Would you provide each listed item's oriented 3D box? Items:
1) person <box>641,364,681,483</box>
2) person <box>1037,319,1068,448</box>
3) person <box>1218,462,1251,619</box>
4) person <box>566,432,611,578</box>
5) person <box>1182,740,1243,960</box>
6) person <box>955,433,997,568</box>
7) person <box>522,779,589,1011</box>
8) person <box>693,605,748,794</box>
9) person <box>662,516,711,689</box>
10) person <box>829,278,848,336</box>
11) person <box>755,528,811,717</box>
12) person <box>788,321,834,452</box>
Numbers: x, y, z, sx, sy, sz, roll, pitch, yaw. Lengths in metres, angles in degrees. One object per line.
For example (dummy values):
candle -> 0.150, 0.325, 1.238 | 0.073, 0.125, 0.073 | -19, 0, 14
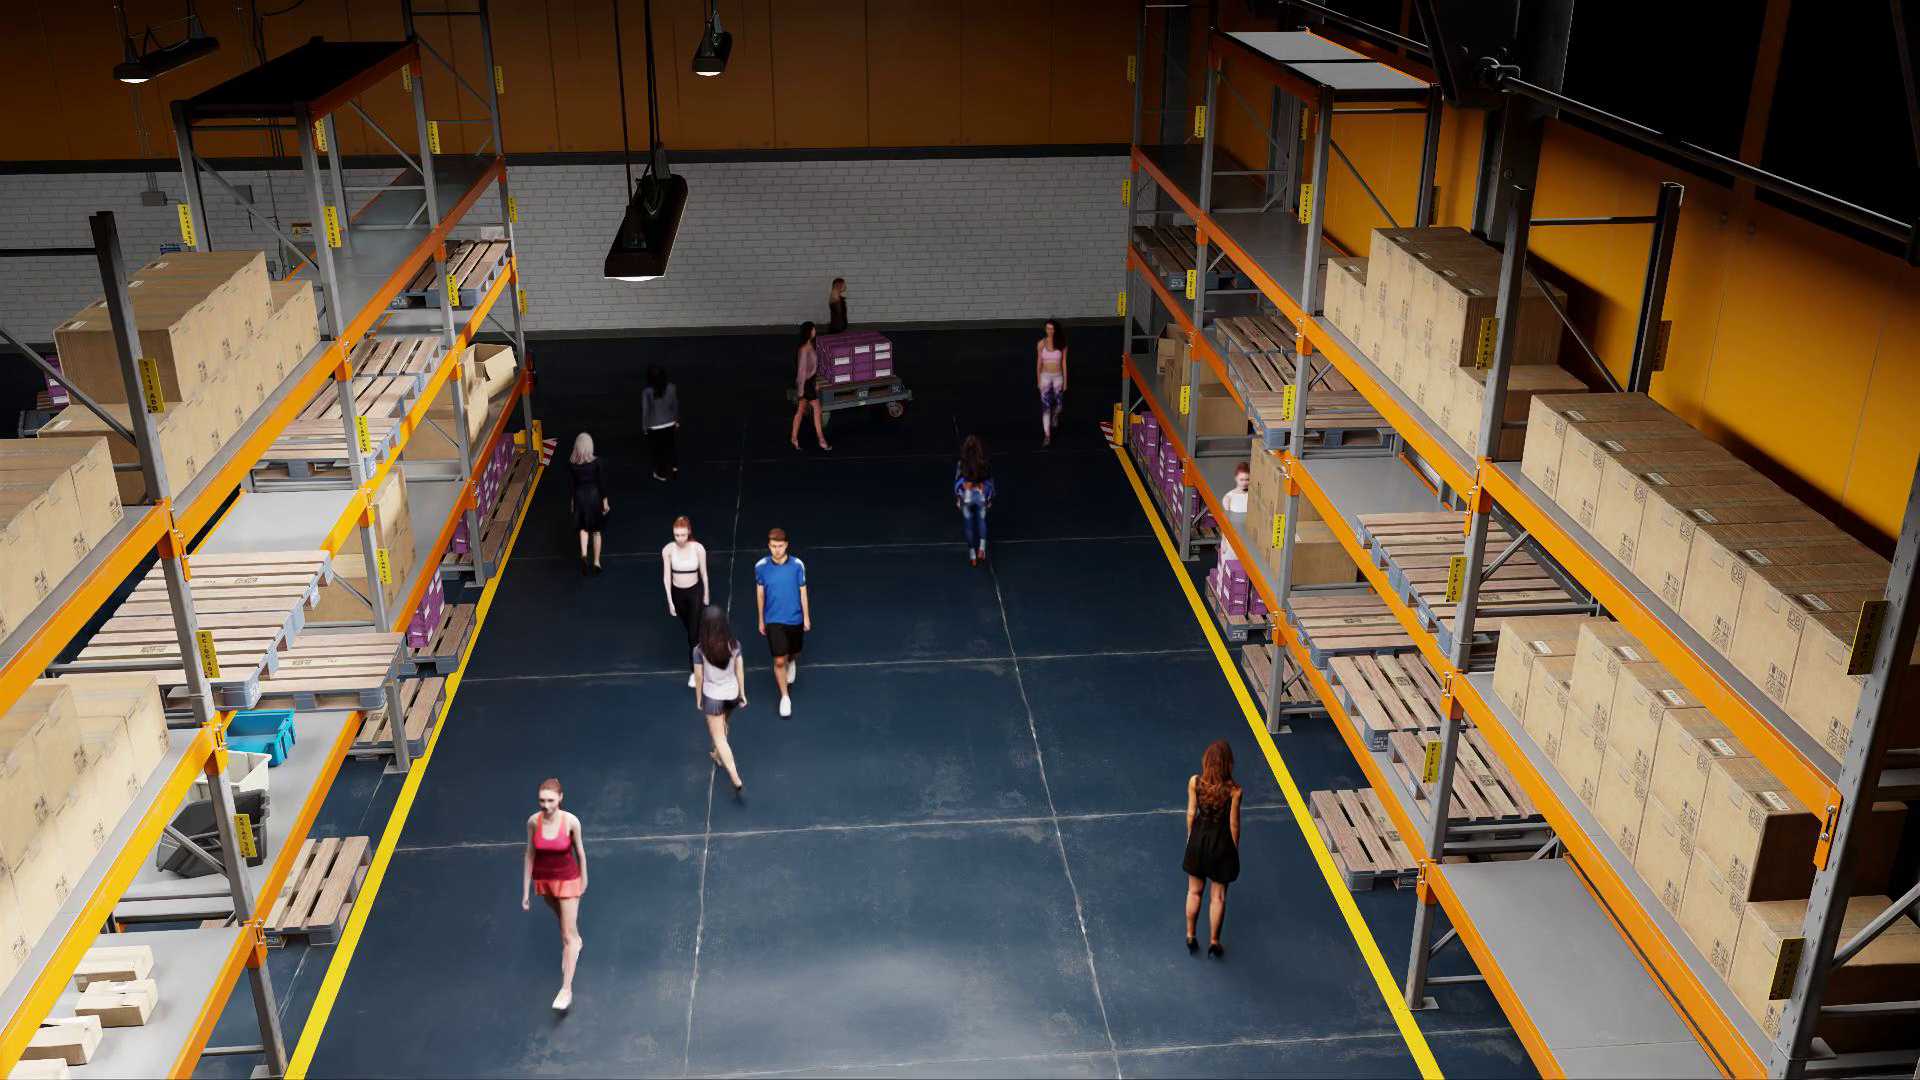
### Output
person -> -3.836, -1.494, 21.444 | 0.828, 1.590, 0.869 | -18, 29, -35
person -> 1.269, -2.190, 22.841 | 0.693, 1.746, 1.064 | 2, 24, 4
person -> 2.965, 0.007, 17.757 | 0.574, 1.792, 0.528 | -5, 24, -11
person -> -4.166, -0.347, 18.642 | 0.656, 1.732, 0.839 | 0, 24, 1
person -> 1.875, 2.318, 12.416 | 0.654, 1.835, 0.670 | 10, 26, 22
person -> 0.167, -0.427, 18.977 | 0.631, 1.611, 0.670 | -3, 24, -8
person -> -2.927, 2.471, 12.225 | 0.728, 1.708, 1.177 | 3, 24, 6
person -> -2.089, 1.423, 14.670 | 0.903, 1.669, 1.192 | -13, 27, -27
person -> -2.731, 0.554, 16.635 | 0.638, 1.688, 1.235 | -1, 24, -3
person -> -1.906, -3.093, 24.976 | 0.763, 1.689, 0.884 | -6, 24, -14
person -> -1.695, 0.720, 16.066 | 0.705, 1.841, 1.147 | -3, 24, -8
person -> -2.179, -2.051, 22.483 | 0.777, 1.777, 0.813 | 2, 24, 4
